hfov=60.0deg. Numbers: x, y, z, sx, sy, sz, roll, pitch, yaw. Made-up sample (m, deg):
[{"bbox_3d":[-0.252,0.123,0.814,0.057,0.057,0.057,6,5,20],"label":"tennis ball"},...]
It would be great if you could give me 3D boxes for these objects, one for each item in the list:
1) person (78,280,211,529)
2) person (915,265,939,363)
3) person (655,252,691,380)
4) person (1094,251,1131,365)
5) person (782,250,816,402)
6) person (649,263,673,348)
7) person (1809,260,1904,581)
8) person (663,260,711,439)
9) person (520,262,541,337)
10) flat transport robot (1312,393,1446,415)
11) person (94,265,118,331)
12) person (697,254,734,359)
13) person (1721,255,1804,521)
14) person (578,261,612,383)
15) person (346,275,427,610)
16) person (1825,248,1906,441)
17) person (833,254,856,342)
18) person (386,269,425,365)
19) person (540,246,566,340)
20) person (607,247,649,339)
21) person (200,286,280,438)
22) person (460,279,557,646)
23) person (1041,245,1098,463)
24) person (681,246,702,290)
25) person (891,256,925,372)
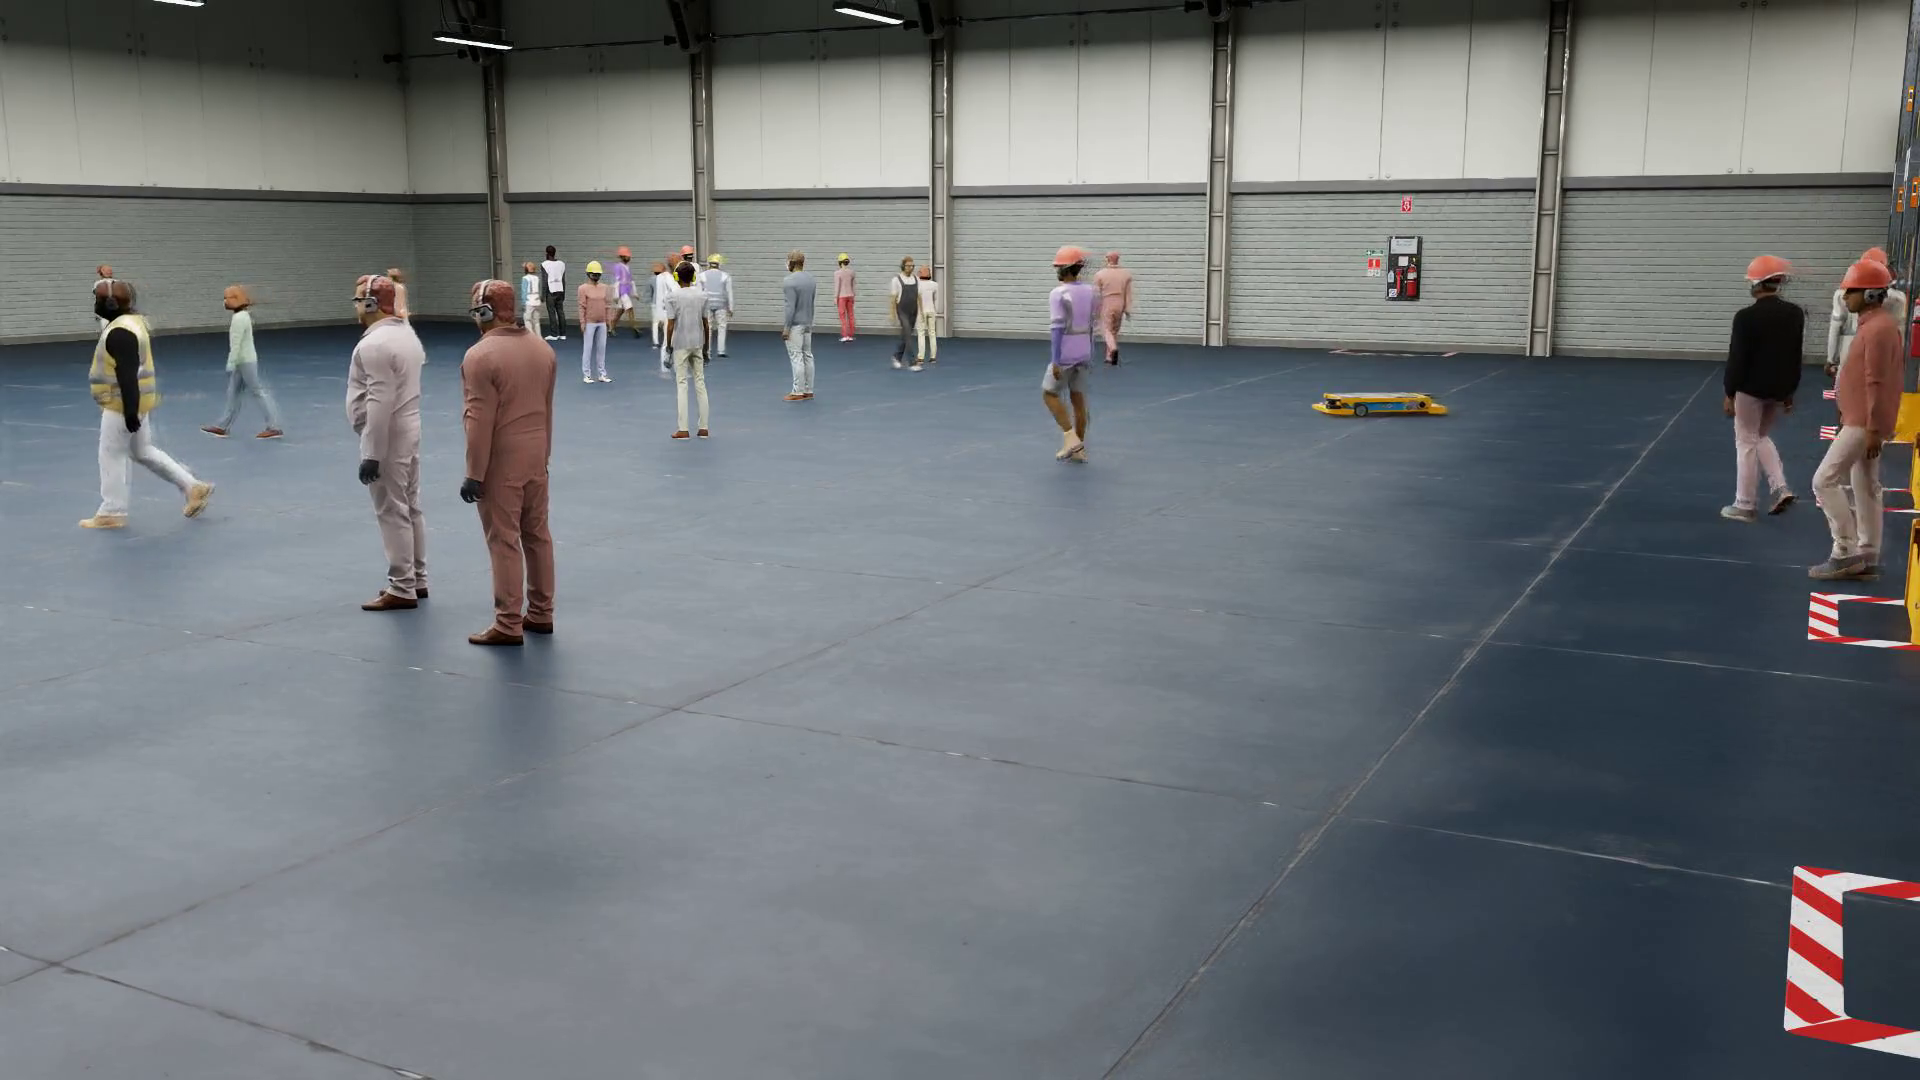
[{"bbox_3d":[-6.039,-0.996,12.201,0.831,1.818,0.634,-4,11,-20],"label":"person"},{"bbox_3d":[-0.586,-3.771,27.805,0.497,1.633,0.285,-6,12,-29],"label":"person"},{"bbox_3d":[-4.246,-3.319,24.662,0.354,1.883,0.582,7,13,35],"label":"person"},{"bbox_3d":[2.512,-3.821,27.416,0.650,1.883,0.822,-3,11,-16],"label":"person"},{"bbox_3d":[-2.080,-2.739,21.344,0.359,1.938,0.635,5,12,26],"label":"person"},{"bbox_3d":[-5.653,-4.464,31.665,0.507,1.599,0.750,3,11,17],"label":"person"},{"bbox_3d":[5.481,-0.722,10.233,0.556,1.975,0.658,5,12,27],"label":"person"},{"bbox_3d":[-2.863,-1.987,17.431,0.516,1.873,0.329,-7,12,-32],"label":"person"},{"bbox_3d":[-8.065,-4.406,31.276,0.315,1.633,0.526,3,11,17],"label":"person"},{"bbox_3d":[5.000,-1.634,19.873,1.431,0.197,0.652,-1,10,-6],"label":"flat transport robot"},{"bbox_3d":[-14.255,-3.790,27.900,0.311,1.636,0.523,6,12,28],"label":"person"},{"bbox_3d":[-4.222,-4.012,28.698,0.645,1.799,0.422,1,10,3],"label":"person"},{"bbox_3d":[5.940,-1.115,12.360,0.639,1.983,0.440,-3,11,-18],"label":"person"},{"bbox_3d":[-5.269,-3.143,24.047,0.346,1.756,0.518,9,14,42],"label":"person"},{"bbox_3d":[-3.293,-0.549,9.513,0.399,1.907,0.681,0,10,0],"label":"person"},{"bbox_3d":[8.573,-1.745,15.763,0.640,1.992,1.013,5,12,26],"label":"person"},{"bbox_3d":[-2.304,-4.851,33.418,0.534,1.775,0.478,-10,14,-42],"label":"person"},{"bbox_3d":[-9.056,-3.564,26.781,0.856,1.592,0.532,-9,13,-39],"label":"person"},{"bbox_3d":[-8.312,-5.058,34.050,0.370,1.916,0.597,7,13,34],"label":"person"},{"bbox_3d":[-6.936,-5.105,34.393,0.997,1.888,0.565,2,11,13],"label":"person"},{"bbox_3d":[-7.582,-1.845,17.399,0.829,1.592,0.543,-4,11,-20],"label":"person"},{"bbox_3d":[-2.381,-0.400,8.692,0.407,1.904,0.639,4,11,23],"label":"person"},{"bbox_3d":[1.023,-1.726,15.556,0.606,2.030,0.426,-9,14,-41],"label":"person"},{"bbox_3d":[-5.137,-4.622,31.639,0.375,1.930,0.542,5,12,26],"label":"person"},{"bbox_3d":[-0.857,-3.574,26.272,0.525,1.811,0.921,-7,13,-34],"label":"person"}]
